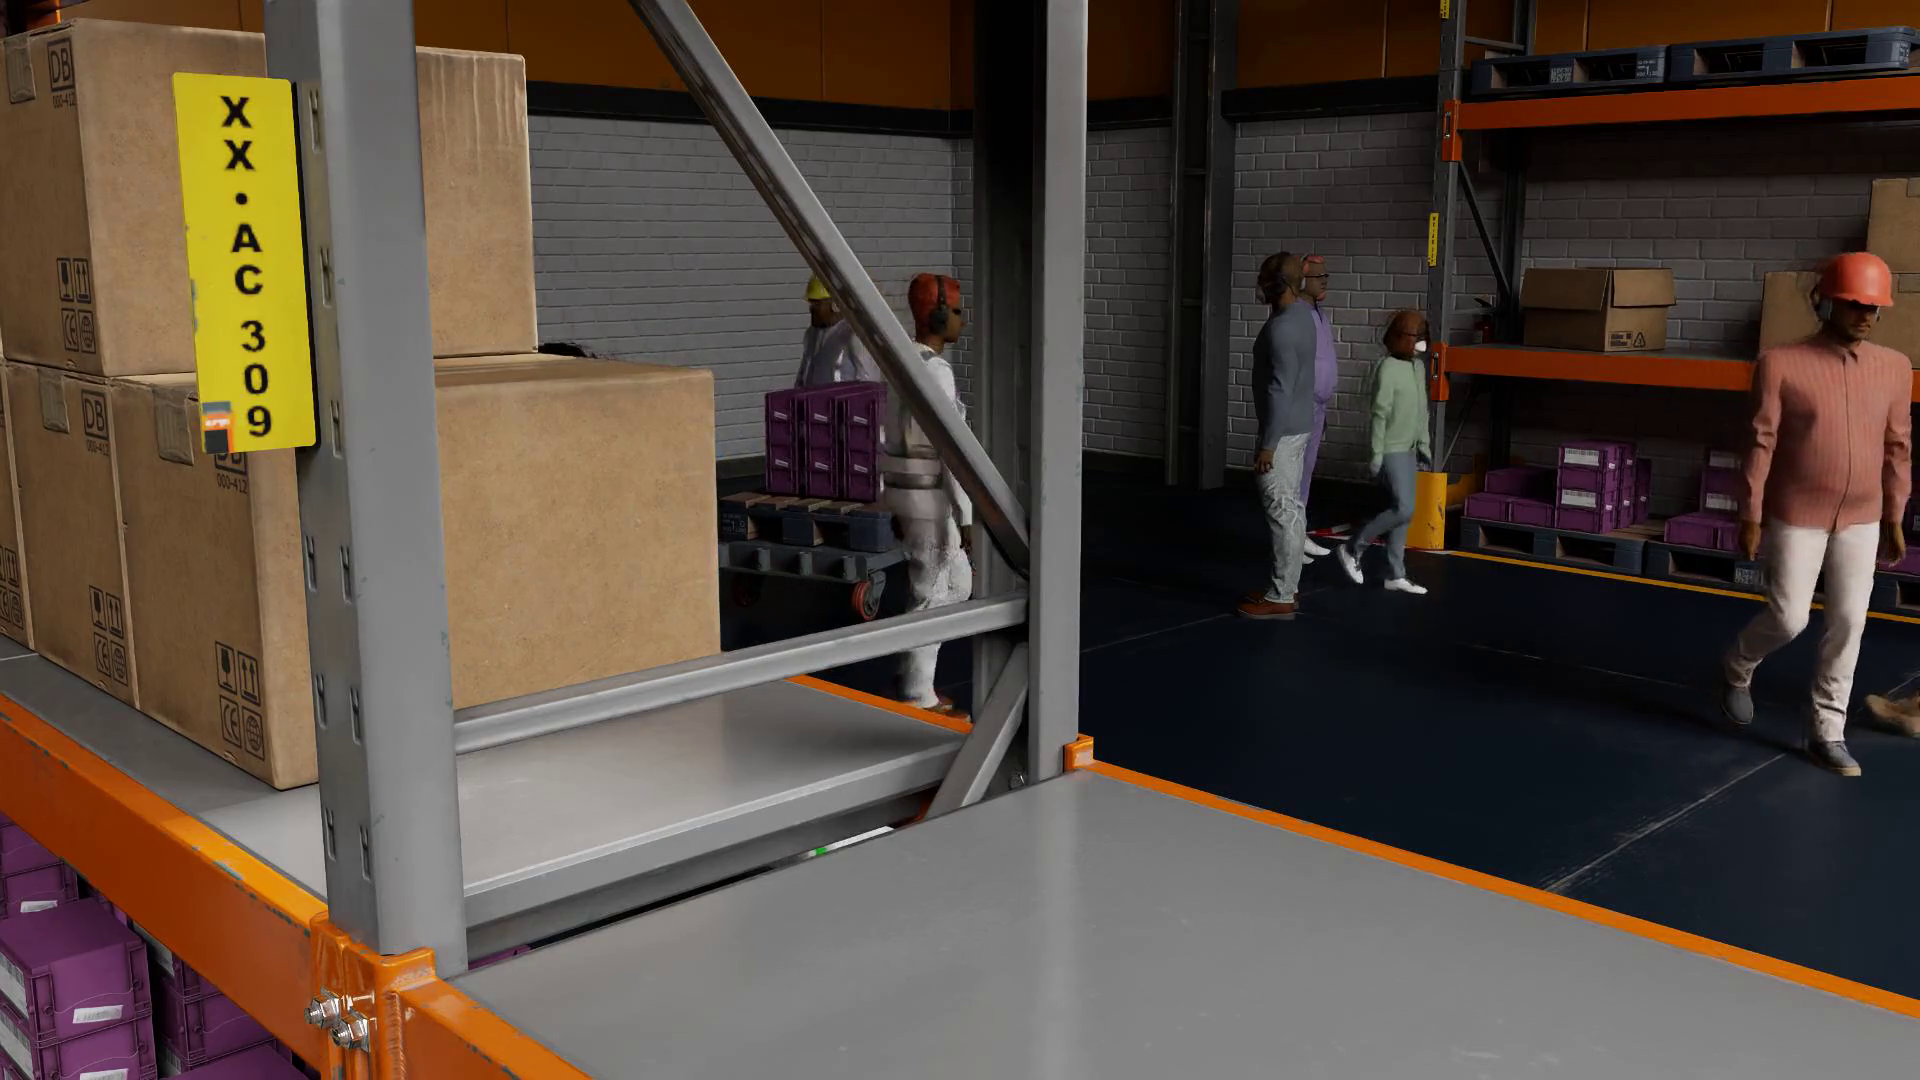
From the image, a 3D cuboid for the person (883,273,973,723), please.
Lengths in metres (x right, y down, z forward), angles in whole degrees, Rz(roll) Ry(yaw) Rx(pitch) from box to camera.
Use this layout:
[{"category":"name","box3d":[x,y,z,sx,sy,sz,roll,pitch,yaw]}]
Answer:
[{"category":"person","box3d":[-0.097,-0.134,6.741,0.420,1.871,0.590,-2,11,-11]}]

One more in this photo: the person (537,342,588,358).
[{"category":"person","box3d":[-1.210,0.191,5.494,0.492,1.681,0.536,1,10,8]}]

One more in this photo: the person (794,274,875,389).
[{"category":"person","box3d":[-0.857,-0.747,10.272,0.855,1.795,0.618,-8,13,-37]}]

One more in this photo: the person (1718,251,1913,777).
[{"category":"person","box3d":[3.284,-0.116,6.399,0.627,1.967,0.631,0,10,-2]}]

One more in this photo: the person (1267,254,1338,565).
[{"category":"person","box3d":[2.138,-0.813,10.346,0.410,1.909,0.643,6,12,29]}]

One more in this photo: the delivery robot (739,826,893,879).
[{"category":"delivery robot","box3d":[-0.479,0.824,4.836,0.477,0.478,0.707,-9,14,-40]}]

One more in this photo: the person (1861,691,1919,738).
[{"category":"person","box3d":[4.075,0.032,6.424,0.545,1.643,0.890,-8,13,-36]}]

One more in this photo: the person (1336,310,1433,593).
[{"category":"person","box3d":[2.437,-0.481,9.377,0.420,1.604,0.520,7,13,35]}]

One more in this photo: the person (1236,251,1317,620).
[{"category":"person","box3d":[1.686,-0.547,8.806,0.372,1.940,0.631,4,11,19]}]
